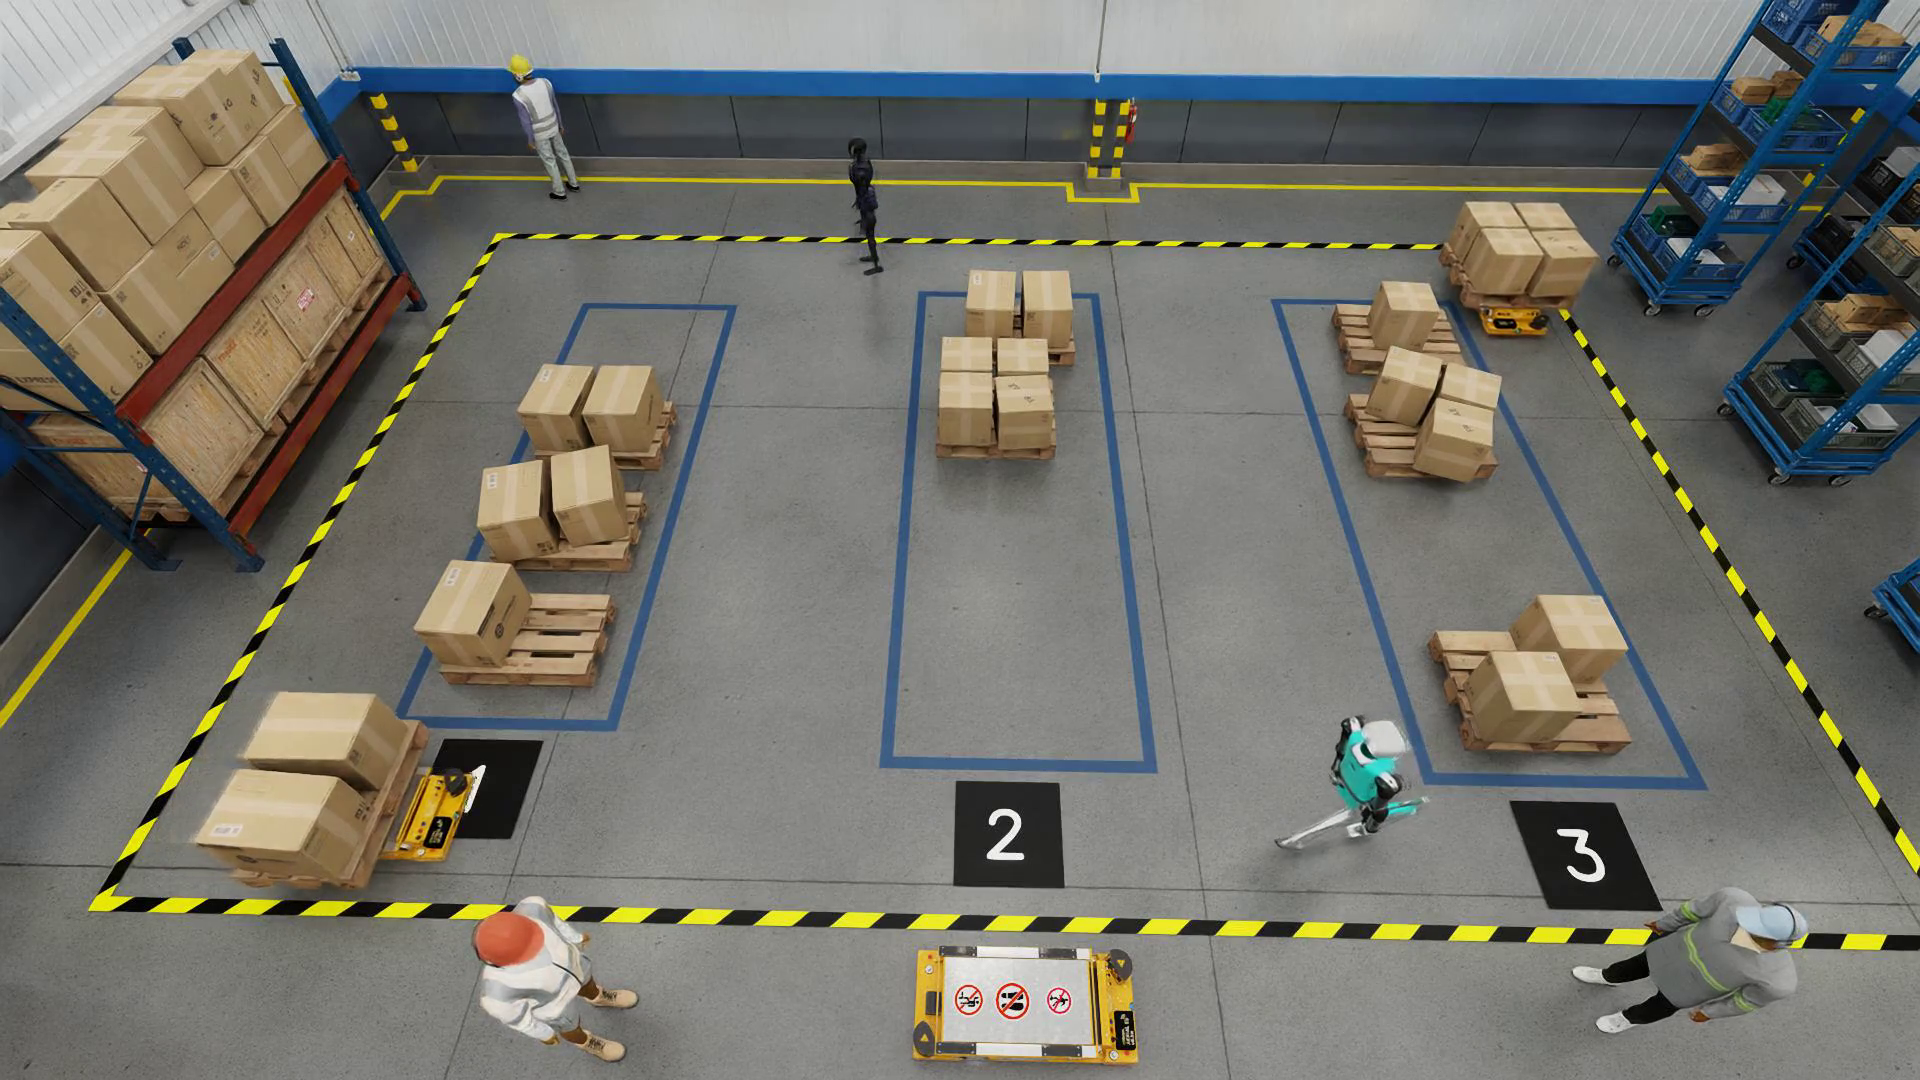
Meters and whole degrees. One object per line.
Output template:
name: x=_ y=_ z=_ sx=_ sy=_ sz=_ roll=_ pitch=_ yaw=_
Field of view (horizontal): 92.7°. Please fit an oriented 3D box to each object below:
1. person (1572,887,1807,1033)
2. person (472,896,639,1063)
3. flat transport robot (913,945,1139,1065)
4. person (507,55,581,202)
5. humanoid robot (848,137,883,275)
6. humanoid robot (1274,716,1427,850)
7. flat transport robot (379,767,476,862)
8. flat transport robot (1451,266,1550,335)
person: x=4.295 y=2.514 z=5.415 sx=0.394 sy=1.849 sz=0.596 roll=-2 pitch=51 yaw=-1
person: x=-2.293 y=2.542 z=5.271 sx=0.389 sy=2.039 sz=0.613 roll=3 pitch=51 yaw=2
flat transport robot: x=0.422 y=3.041 z=6.007 sx=1.431 sy=0.231 sz=0.659 roll=1 pitch=51 yaw=1
person: x=-5.356 y=-5.274 z=11.771 sx=0.404 sy=1.836 sz=0.598 roll=23 pitch=55 yaw=18
humanoid robot: x=-1.121 y=-3.909 z=10.754 sx=0.315 sy=1.657 sz=0.599 roll=-8 pitch=51 yaw=-7
humanoid robot: x=2.803 y=1.679 z=6.182 sx=1.056 sy=1.728 sz=0.554 roll=-11 pitch=52 yaw=-9
flat transport robot: x=-4.461 y=2.023 z=6.819 sx=1.431 sy=0.197 sz=0.652 roll=1 pitch=51 yaw=1
flat transport robot: x=6.391 y=-2.962 z=10.882 sx=0.652 sy=0.197 sz=1.431 roll=1 pitch=51 yaw=1
